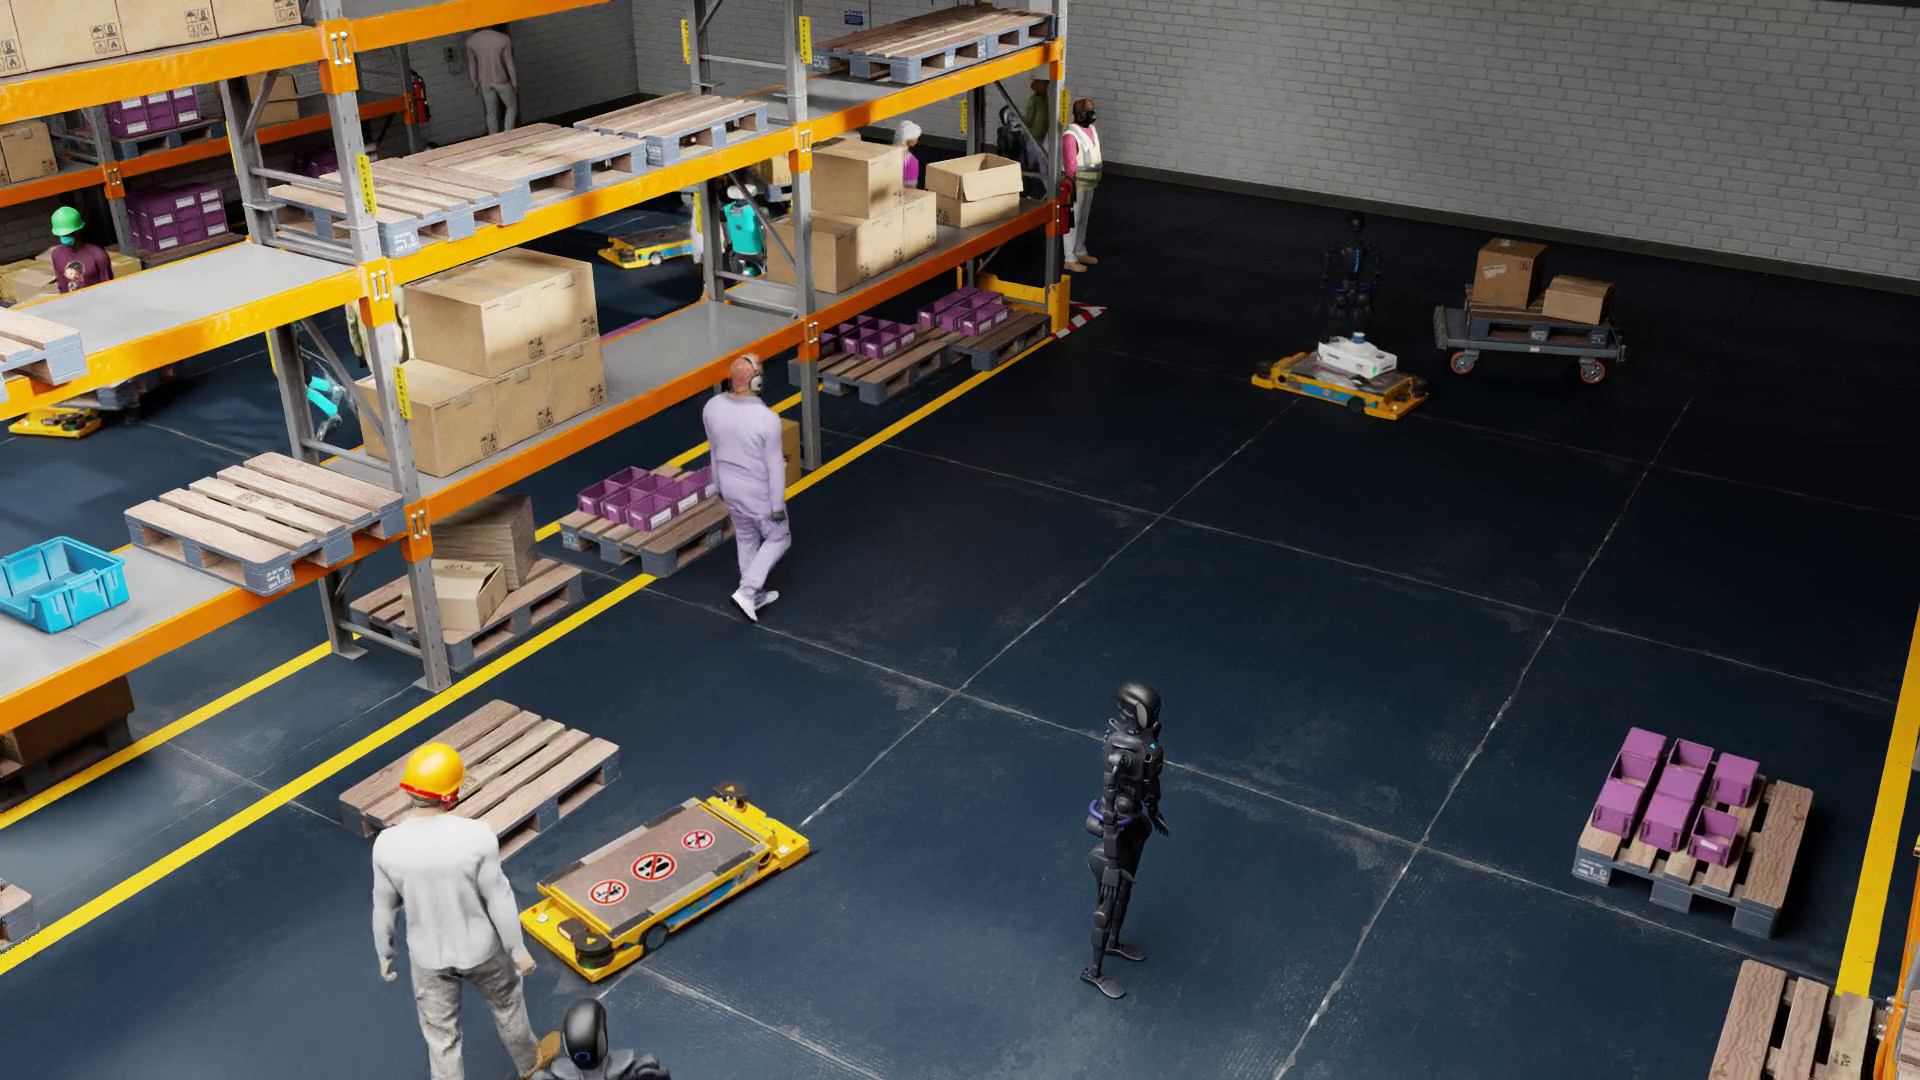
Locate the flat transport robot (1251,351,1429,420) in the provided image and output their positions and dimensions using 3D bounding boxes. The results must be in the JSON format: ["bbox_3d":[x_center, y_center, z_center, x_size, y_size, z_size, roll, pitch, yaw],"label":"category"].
[{"bbox_3d":[3.419,-1.412,14.979,1.431,0.231,0.659,20,33,34],"label":"flat transport robot"}]

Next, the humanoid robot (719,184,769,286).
[{"bbox_3d":[-1.835,-2.547,15.574,0.546,1.706,1.015,12,29,23],"label":"humanoid robot"}]

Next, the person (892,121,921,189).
[{"bbox_3d":[-0.639,-3.484,17.377,0.544,1.788,0.975,19,32,32],"label":"person"}]

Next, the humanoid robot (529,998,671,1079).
[{"bbox_3d":[-1.267,2.306,6.105,0.589,1.644,0.355,-5,27,-11],"label":"humanoid robot"}]

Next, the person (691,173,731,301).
[{"bbox_3d":[-2.399,-2.765,16.050,0.455,1.707,0.597,2,27,4],"label":"person"}]

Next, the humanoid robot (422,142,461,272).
[{"bbox_3d":[-5.321,-3.326,17.209,0.608,1.642,0.486,-5,27,-9],"label":"humanoid robot"}]

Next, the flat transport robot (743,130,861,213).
[{"bbox_3d":[-1.962,-4.283,20.637,0.659,0.231,1.431,-11,29,-21],"label":"flat transport robot"}]

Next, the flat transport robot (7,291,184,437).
[{"bbox_3d":[-7.652,-1.270,14.700,0.659,0.231,1.431,4,27,8],"label":"flat transport robot"}]

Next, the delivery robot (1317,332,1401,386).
[{"bbox_3d":[3.565,-1.580,14.982,0.499,0.583,0.765,-19,33,-33],"label":"delivery robot"}]

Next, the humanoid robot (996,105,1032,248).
[{"bbox_3d":[0.564,-4.058,18.670,0.634,1.636,0.608,-17,32,-30],"label":"humanoid robot"}]

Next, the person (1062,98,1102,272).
[{"bbox_3d":[1.323,-3.861,18.066,0.429,1.847,0.624,12,29,23],"label":"person"}]

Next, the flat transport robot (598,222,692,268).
[{"bbox_3d":[-3.299,-3.343,18.786,1.431,0.231,0.659,-19,33,-33],"label":"flat transport robot"}]

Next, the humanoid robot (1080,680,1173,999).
[{"bbox_3d":[0.794,1.384,7.900,0.315,1.657,0.599,15,30,26],"label":"humanoid robot"}]

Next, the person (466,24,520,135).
[{"bbox_3d":[-6.326,-6.213,22.604,0.671,1.927,0.415,3,27,6],"label":"person"}]

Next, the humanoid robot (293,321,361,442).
[{"bbox_3d":[-5.099,-1.437,13.427,0.952,1.774,0.533,-18,32,-32],"label":"humanoid robot"}]

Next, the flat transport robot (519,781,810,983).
[{"bbox_3d":[-1.538,1.761,8.728,0.659,0.231,1.431,23,35,38],"label":"flat transport robot"}]

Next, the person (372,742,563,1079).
[{"bbox_3d":[-2.138,1.701,7.095,0.675,1.866,0.608,-4,27,-8],"label":"person"}]

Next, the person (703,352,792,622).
[{"bbox_3d":[-1.415,-0.319,11.044,0.640,1.891,0.523,17,32,30],"label":"person"}]

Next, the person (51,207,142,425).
[{"bbox_3d":[-7.337,-1.890,14.090,0.480,1.935,0.450,2,27,3],"label":"person"}]

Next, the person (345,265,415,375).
[{"bbox_3d":[-4.707,-1.534,13.641,0.568,1.694,0.815,-6,28,-12],"label":"person"}]

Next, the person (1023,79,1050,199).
[{"bbox_3d":[1.029,-4.915,20.407,0.870,1.587,0.515,14,30,26],"label":"person"}]

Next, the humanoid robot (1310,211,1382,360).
[{"bbox_3d":[3.448,-2.121,14.808,0.601,1.650,0.346,-3,27,-6],"label":"humanoid robot"}]
